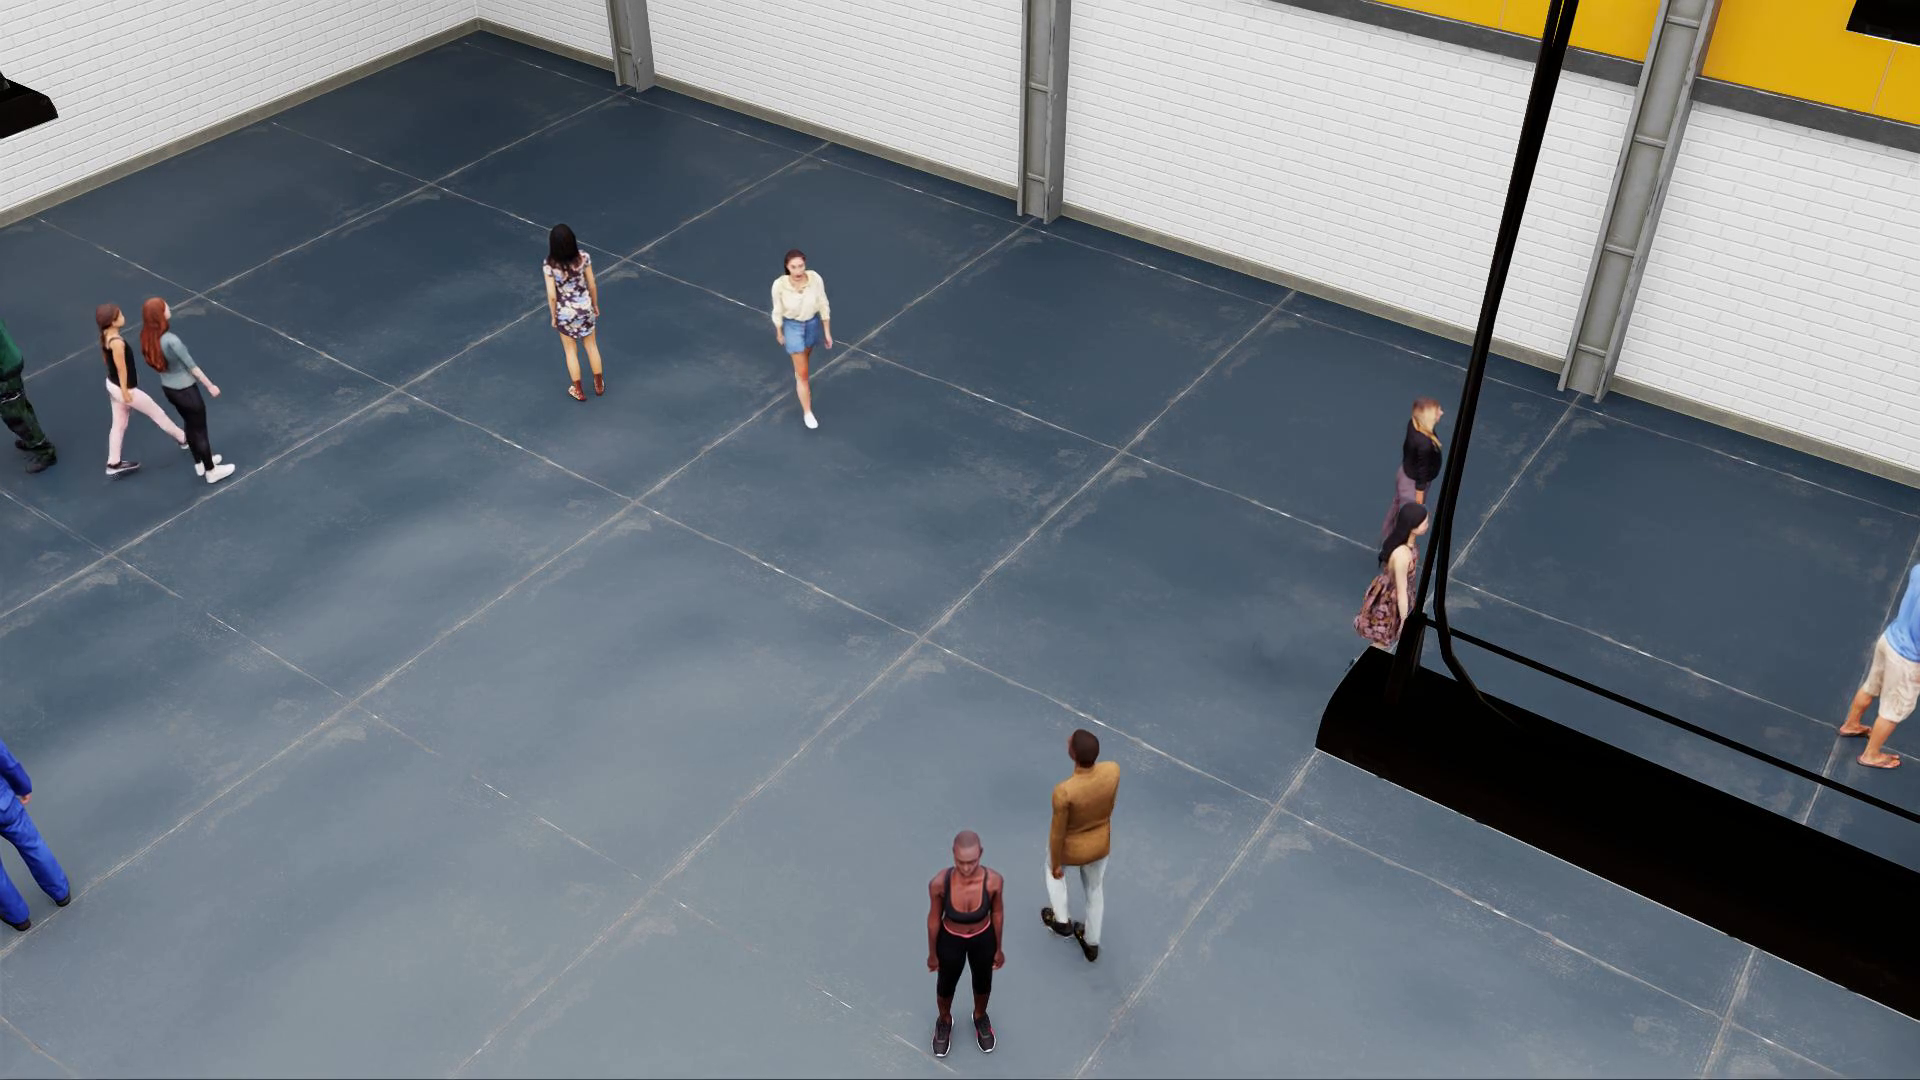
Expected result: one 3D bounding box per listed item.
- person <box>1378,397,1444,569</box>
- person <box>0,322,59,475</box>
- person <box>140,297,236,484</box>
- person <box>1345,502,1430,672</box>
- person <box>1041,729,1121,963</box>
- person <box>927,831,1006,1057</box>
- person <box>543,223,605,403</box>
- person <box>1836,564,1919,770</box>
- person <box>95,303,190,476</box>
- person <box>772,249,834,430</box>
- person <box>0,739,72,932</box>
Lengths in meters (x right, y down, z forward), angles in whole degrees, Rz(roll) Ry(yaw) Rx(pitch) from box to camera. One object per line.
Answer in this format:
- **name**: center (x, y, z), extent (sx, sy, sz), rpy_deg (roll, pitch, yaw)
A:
- **person**: center (3.459, -0.396, 12.817), extent (0.708, 1.672, 0.677), rpy_deg (-1, 39, -1)
- **person**: center (-8.093, -1.451, 14.011), extent (0.894, 1.830, 0.757), rpy_deg (-8, 39, -9)
- **person**: center (-6.451, -1.208, 13.780), extent (0.525, 1.739, 0.653), rpy_deg (22, 44, 25)
- **person**: center (2.930, 0.445, 11.693), extent (0.795, 1.761, 0.741), rpy_deg (10, 40, 12)
- **person**: center (0.769, 1.870, 9.876), extent (0.808, 1.801, 0.858), rpy_deg (-14, 41, -16)
- **person**: center (0.040, 2.262, 9.419), extent (0.660, 1.758, 0.736), rpy_deg (-3, 39, -4)
- **person**: center (-3.432, -2.024, 14.807), extent (0.665, 1.734, 0.663), rpy_deg (-19, 42, -22)
- **person**: center (6.385, 0.732, 11.251), extent (0.776, 1.864, 0.744), rpy_deg (1, 39, 2)
- **person**: center (-7.087, -1.218, 13.983), extent (1.063, 1.502, 0.688), rpy_deg (31, 48, 33)
- **person**: center (-1.413, -1.881, 14.746), extent (1.056, 1.586, 1.224), rpy_deg (-13, 40, -15)
- **person**: center (-5.945, 1.652, 10.129), extent (0.593, 1.826, 0.762), rpy_deg (30, 47, 32)
